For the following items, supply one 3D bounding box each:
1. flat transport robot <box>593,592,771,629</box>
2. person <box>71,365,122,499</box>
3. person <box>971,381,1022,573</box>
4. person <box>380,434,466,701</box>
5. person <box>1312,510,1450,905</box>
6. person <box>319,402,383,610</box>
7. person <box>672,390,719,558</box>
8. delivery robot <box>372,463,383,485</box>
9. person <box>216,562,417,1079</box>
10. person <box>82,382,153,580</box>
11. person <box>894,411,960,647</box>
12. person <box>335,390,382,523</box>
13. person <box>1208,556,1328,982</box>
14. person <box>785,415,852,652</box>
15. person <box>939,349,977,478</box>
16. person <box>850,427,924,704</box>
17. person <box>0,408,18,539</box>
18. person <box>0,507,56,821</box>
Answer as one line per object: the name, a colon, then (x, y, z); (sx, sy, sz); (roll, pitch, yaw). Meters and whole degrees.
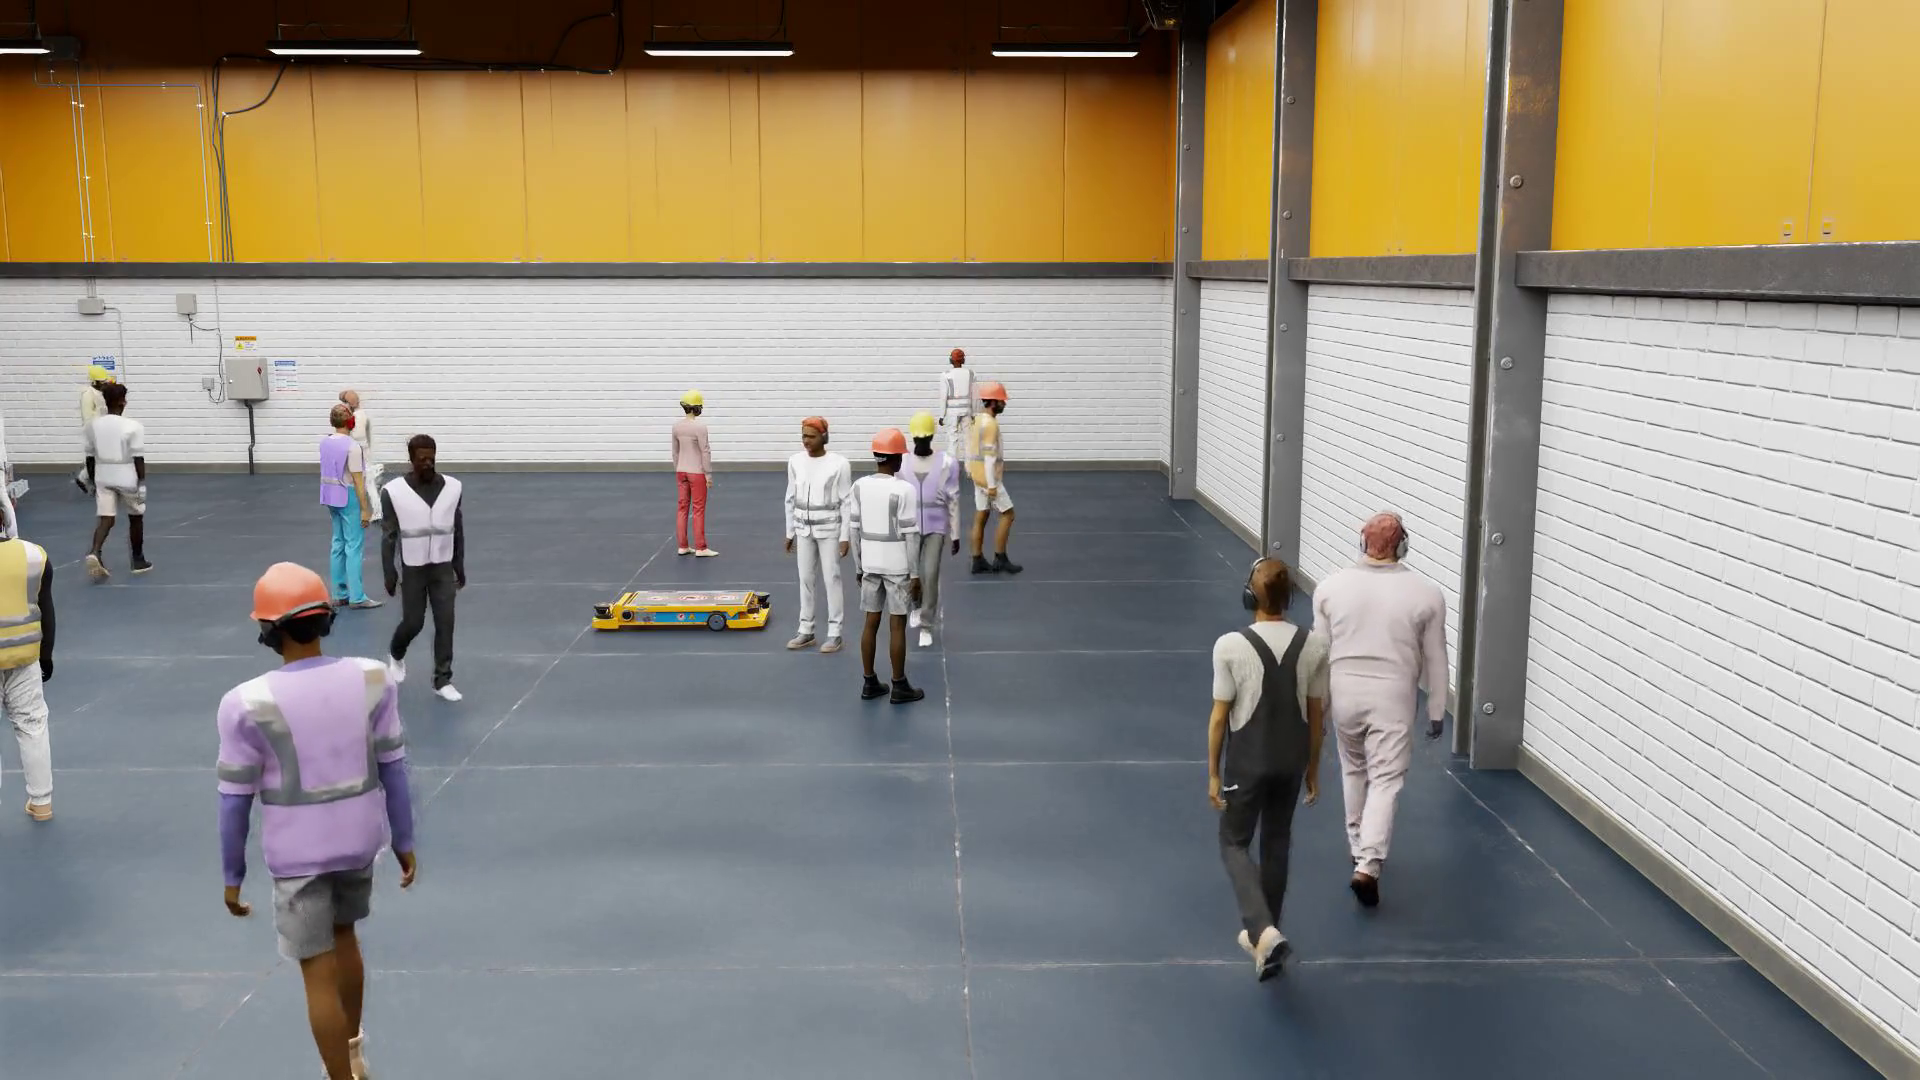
flat transport robot: (-2.364, 0.590, 14.218); (1.431, 0.197, 0.652); (0, 9, -1)
person: (-11.376, -1.404, 21.831); (0.715, 1.788, 0.644); (-1, 9, -4)
person: (0.393, -0.610, 16.518); (0.626, 1.920, 0.572); (-2, 10, -13)
person: (-3.827, 0.176, 11.803); (0.602, 1.900, 0.700); (-8, 12, -41)
person: (2.022, 0.795, 8.107); (0.657, 1.870, 0.950); (5, 10, 26)
person: (-5.476, -0.295, 14.831); (0.569, 1.843, 0.378); (7, 12, 38)
person: (-2.810, -0.698, 17.544); (0.523, 1.769, 0.315); (7, 12, 36)
delivery robot: (-8.093, -0.904, 22.225); (0.707, 0.478, 0.477); (-1, 9, -7)
person: (-2.300, 1.076, 5.896); (0.638, 2.014, 0.728); (-9, 13, -44)
person: (-8.297, -0.581, 16.321); (0.607, 1.940, 0.876); (0, 9, 0)
person: (-0.295, -0.109, 13.520); (0.616, 1.906, 0.566); (1, 9, 5)
person: (-7.242, -1.000, 19.917); (0.855, 1.592, 0.533); (7, 11, 35)
person: (1.316, 0.985, 7.051); (0.516, 1.831, 0.633); (-1, 9, -9)
person: (-1.129, -0.050, 13.205); (0.584, 1.883, 0.337); (4, 10, 25)
person: (-0.029, -1.826, 24.107); (0.574, 1.883, 0.355); (-4, 10, -21)
person: (-0.498, 0.178, 11.649); (0.552, 1.936, 0.358); (6, 11, 32)
person: (-10.486, -0.815, 18.002); (0.332, 1.856, 0.509); (0, 9, 0)
person: (-5.221, 0.660, 8.991); (0.429, 1.844, 0.627); (7, 12, 38)
